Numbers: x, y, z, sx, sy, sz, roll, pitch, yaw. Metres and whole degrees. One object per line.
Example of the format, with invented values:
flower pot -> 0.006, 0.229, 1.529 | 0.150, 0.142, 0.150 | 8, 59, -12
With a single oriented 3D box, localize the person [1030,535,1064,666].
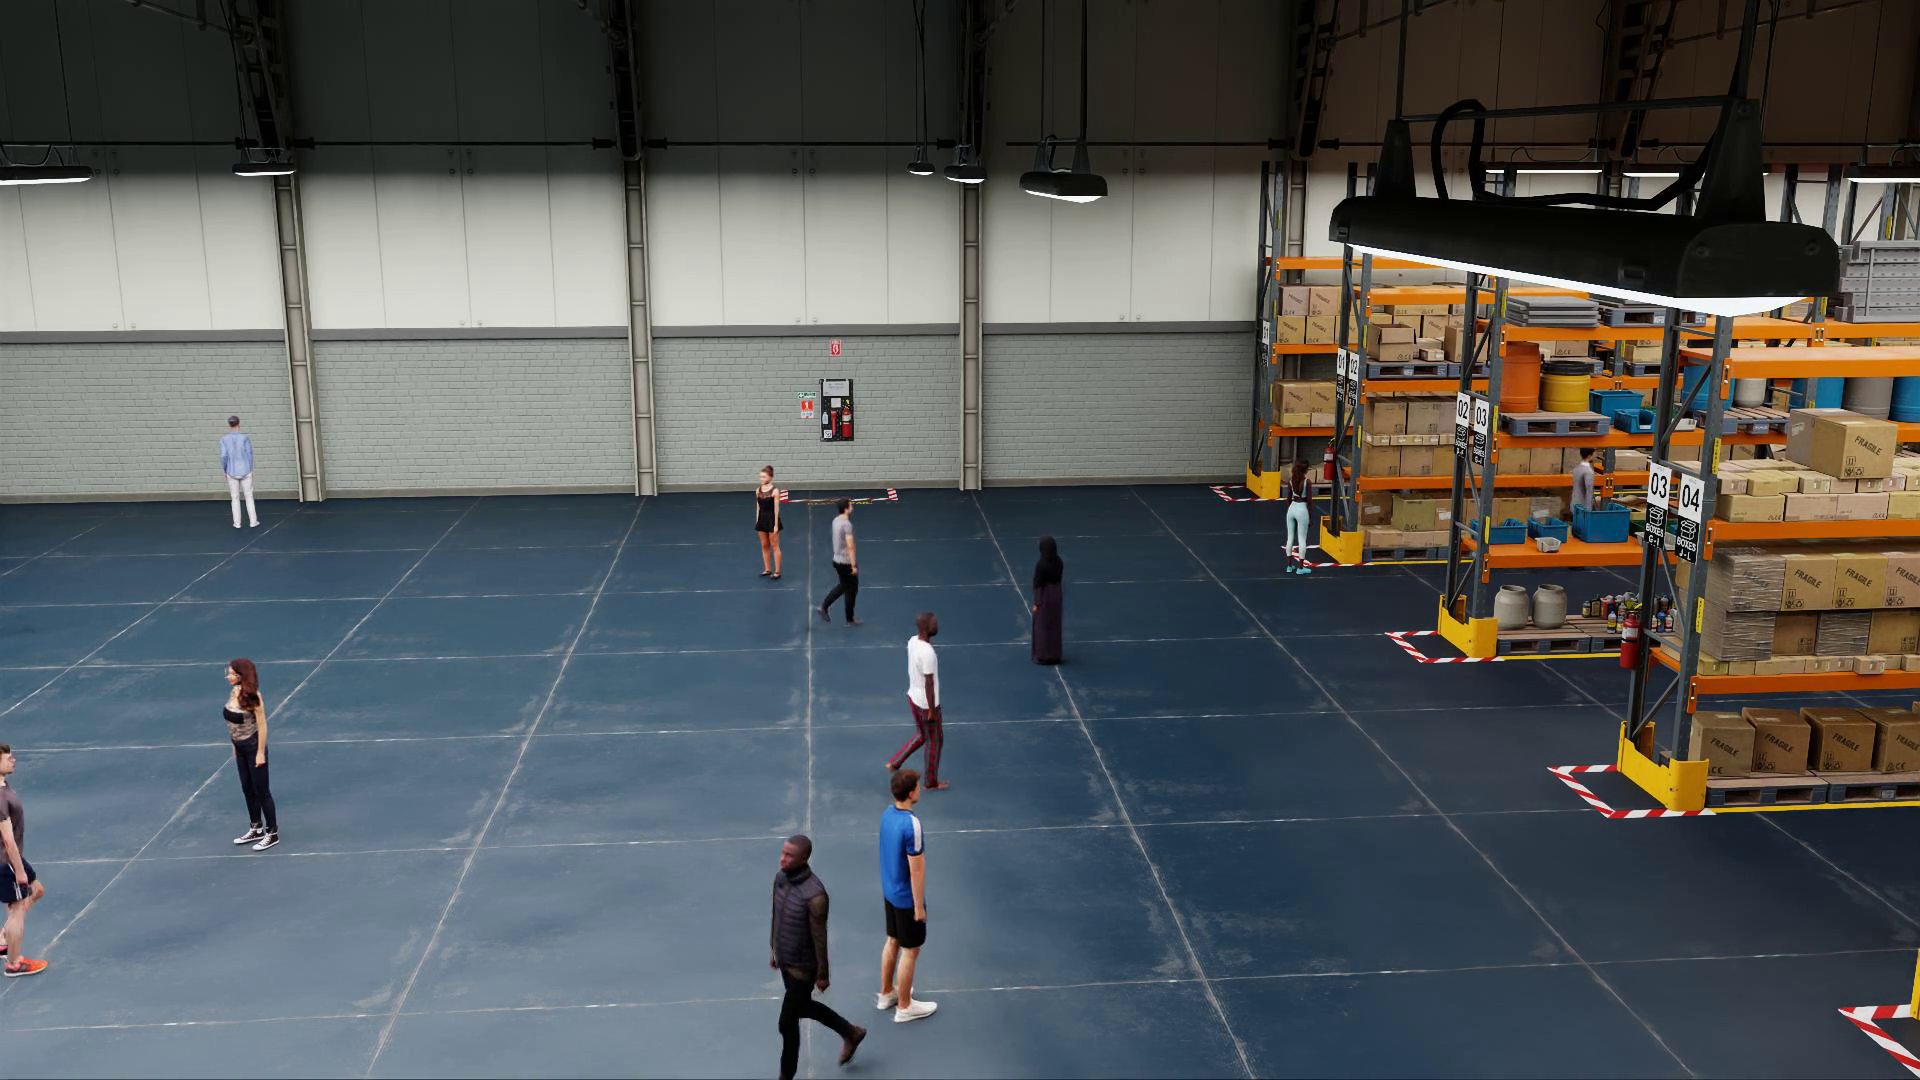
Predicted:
person -> 1.079, 0.724, 20.362 | 0.699, 1.610, 0.776 | -11, 17, -40

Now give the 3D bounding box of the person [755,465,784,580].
person -> -2.810, -0.268, 24.491 | 0.671, 1.680, 0.745 | 8, 15, 32

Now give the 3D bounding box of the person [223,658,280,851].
person -> -6.360, 1.901, 14.925 | 0.681, 1.769, 0.752 | 9, 16, 35

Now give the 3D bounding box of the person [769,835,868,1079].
person -> -0.978, 2.788, 11.003 | 1.252, 1.811, 1.050 | -8, 15, -32

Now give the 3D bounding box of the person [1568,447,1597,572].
person -> 9.222, -0.472, 24.860 | 0.623, 1.910, 0.771 | -1, 13, -3

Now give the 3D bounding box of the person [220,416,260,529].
person -> -12.049, -1.138, 27.794 | 0.595, 1.884, 0.763 | -4, 14, -18

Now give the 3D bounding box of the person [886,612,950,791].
person -> -0.424, 1.584, 16.186 | 0.945, 1.819, 0.805 | -5, 14, -20

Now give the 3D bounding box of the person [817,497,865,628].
person -> -1.586, 0.311, 21.864 | 0.946, 1.737, 0.806 | -7, 15, -27

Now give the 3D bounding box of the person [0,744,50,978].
person -> -7.256, 2.425, 12.499 | 0.847, 1.842, 0.817 | -8, 15, -32

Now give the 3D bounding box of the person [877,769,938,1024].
person -> -0.426, 2.536, 11.976 | 0.735, 1.864, 0.734 | -7, 15, -29

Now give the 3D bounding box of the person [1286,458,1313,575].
person -> 5.047, -0.366, 24.816 | 0.652, 1.724, 0.710 | 11, 17, 40
